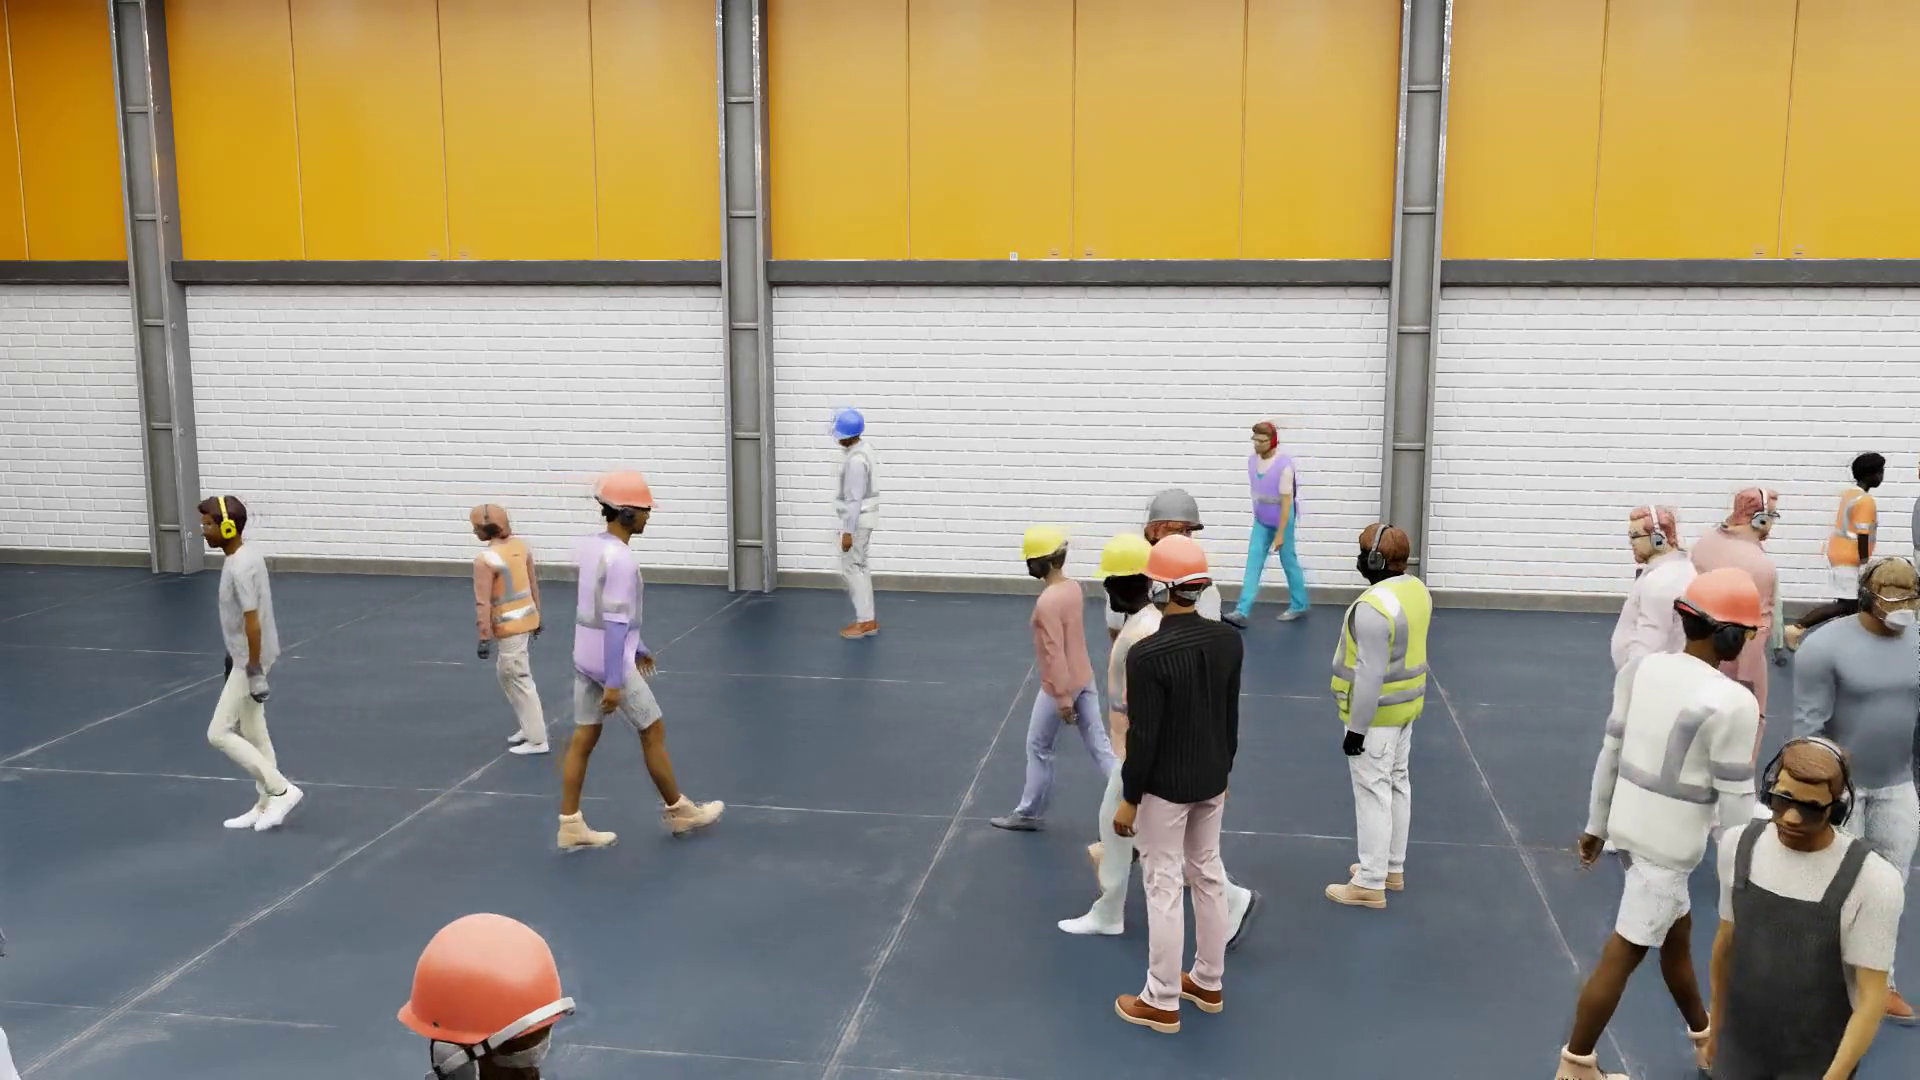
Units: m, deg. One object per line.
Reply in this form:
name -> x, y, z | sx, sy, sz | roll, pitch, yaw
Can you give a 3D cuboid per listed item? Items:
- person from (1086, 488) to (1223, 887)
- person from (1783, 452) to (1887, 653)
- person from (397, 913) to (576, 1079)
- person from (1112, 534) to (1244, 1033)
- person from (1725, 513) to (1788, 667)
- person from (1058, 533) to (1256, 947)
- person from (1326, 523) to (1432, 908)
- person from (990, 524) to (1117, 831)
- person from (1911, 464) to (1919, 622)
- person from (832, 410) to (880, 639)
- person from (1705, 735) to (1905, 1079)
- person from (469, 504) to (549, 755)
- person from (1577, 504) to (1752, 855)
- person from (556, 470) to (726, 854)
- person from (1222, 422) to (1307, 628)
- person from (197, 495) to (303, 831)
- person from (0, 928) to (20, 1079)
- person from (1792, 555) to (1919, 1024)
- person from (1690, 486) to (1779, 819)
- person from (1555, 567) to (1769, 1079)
person -> 0.931, 0.733, 7.976 | 0.804, 2.000, 0.726 | -5, 11, -29
person -> 6.729, 0.144, 12.756 | 0.673, 1.666, 0.552 | 3, 10, 19
person -> -0.838, 1.600, 2.907 | 1.008, 1.937, 0.629 | 4, 10, 23
person -> 0.865, 0.967, 6.668 | 0.611, 1.996, 0.378 | -7, 12, -38
person -> 4.668, 0.623, 9.948 | 0.421, 1.624, 0.517 | -3, 10, -19
person -> 0.884, 0.905, 7.398 | 0.821, 1.894, 0.585 | 2, 9, 10
person -> 1.999, 0.831, 7.984 | 0.429, 1.843, 0.633 | 6, 11, 35
person -> 0.598, 0.770, 8.775 | 0.900, 1.710, 0.550 | 5, 10, 28
person -> 7.643, 0.094, 13.171 | 0.279, 1.633, 0.499 | 4, 10, 21
person -> -0.847, -0.132, 13.816 | 0.390, 1.916, 0.664 | 0, 9, 2
person -> 2.270, 1.397, 4.554 | 0.538, 1.819, 0.521 | -6, 11, -34
person -> -2.789, 0.566, 10.330 | 0.430, 1.604, 0.522 | 2, 9, 10
person -> 3.582, 0.758, 8.355 | 0.777, 1.875, 0.656 | 5, 11, 29
person -> -1.706, 0.626, 8.754 | 1.003, 1.993, 0.612 | -6, 11, -32
person -> 2.642, -0.125, 14.130 | 0.996, 1.765, 0.567 | -6, 11, -34
person -> -3.875, 0.670, 8.962 | 0.385, 1.848, 0.507 | -2, 10, -14
person -> -3.325, 1.285, 5.314 | 1.026, 1.809, 0.501 | -6, 11, -33
person -> 3.653, 0.997, 6.711 | 0.639, 1.924, 0.412 | -1, 9, -6
person -> 4.148, 0.632, 9.133 | 0.787, 1.880, 0.682 | -1, 9, -8
person -> 2.619, 1.080, 6.014 | 0.992, 1.977, 0.607 | -2, 9, -10
